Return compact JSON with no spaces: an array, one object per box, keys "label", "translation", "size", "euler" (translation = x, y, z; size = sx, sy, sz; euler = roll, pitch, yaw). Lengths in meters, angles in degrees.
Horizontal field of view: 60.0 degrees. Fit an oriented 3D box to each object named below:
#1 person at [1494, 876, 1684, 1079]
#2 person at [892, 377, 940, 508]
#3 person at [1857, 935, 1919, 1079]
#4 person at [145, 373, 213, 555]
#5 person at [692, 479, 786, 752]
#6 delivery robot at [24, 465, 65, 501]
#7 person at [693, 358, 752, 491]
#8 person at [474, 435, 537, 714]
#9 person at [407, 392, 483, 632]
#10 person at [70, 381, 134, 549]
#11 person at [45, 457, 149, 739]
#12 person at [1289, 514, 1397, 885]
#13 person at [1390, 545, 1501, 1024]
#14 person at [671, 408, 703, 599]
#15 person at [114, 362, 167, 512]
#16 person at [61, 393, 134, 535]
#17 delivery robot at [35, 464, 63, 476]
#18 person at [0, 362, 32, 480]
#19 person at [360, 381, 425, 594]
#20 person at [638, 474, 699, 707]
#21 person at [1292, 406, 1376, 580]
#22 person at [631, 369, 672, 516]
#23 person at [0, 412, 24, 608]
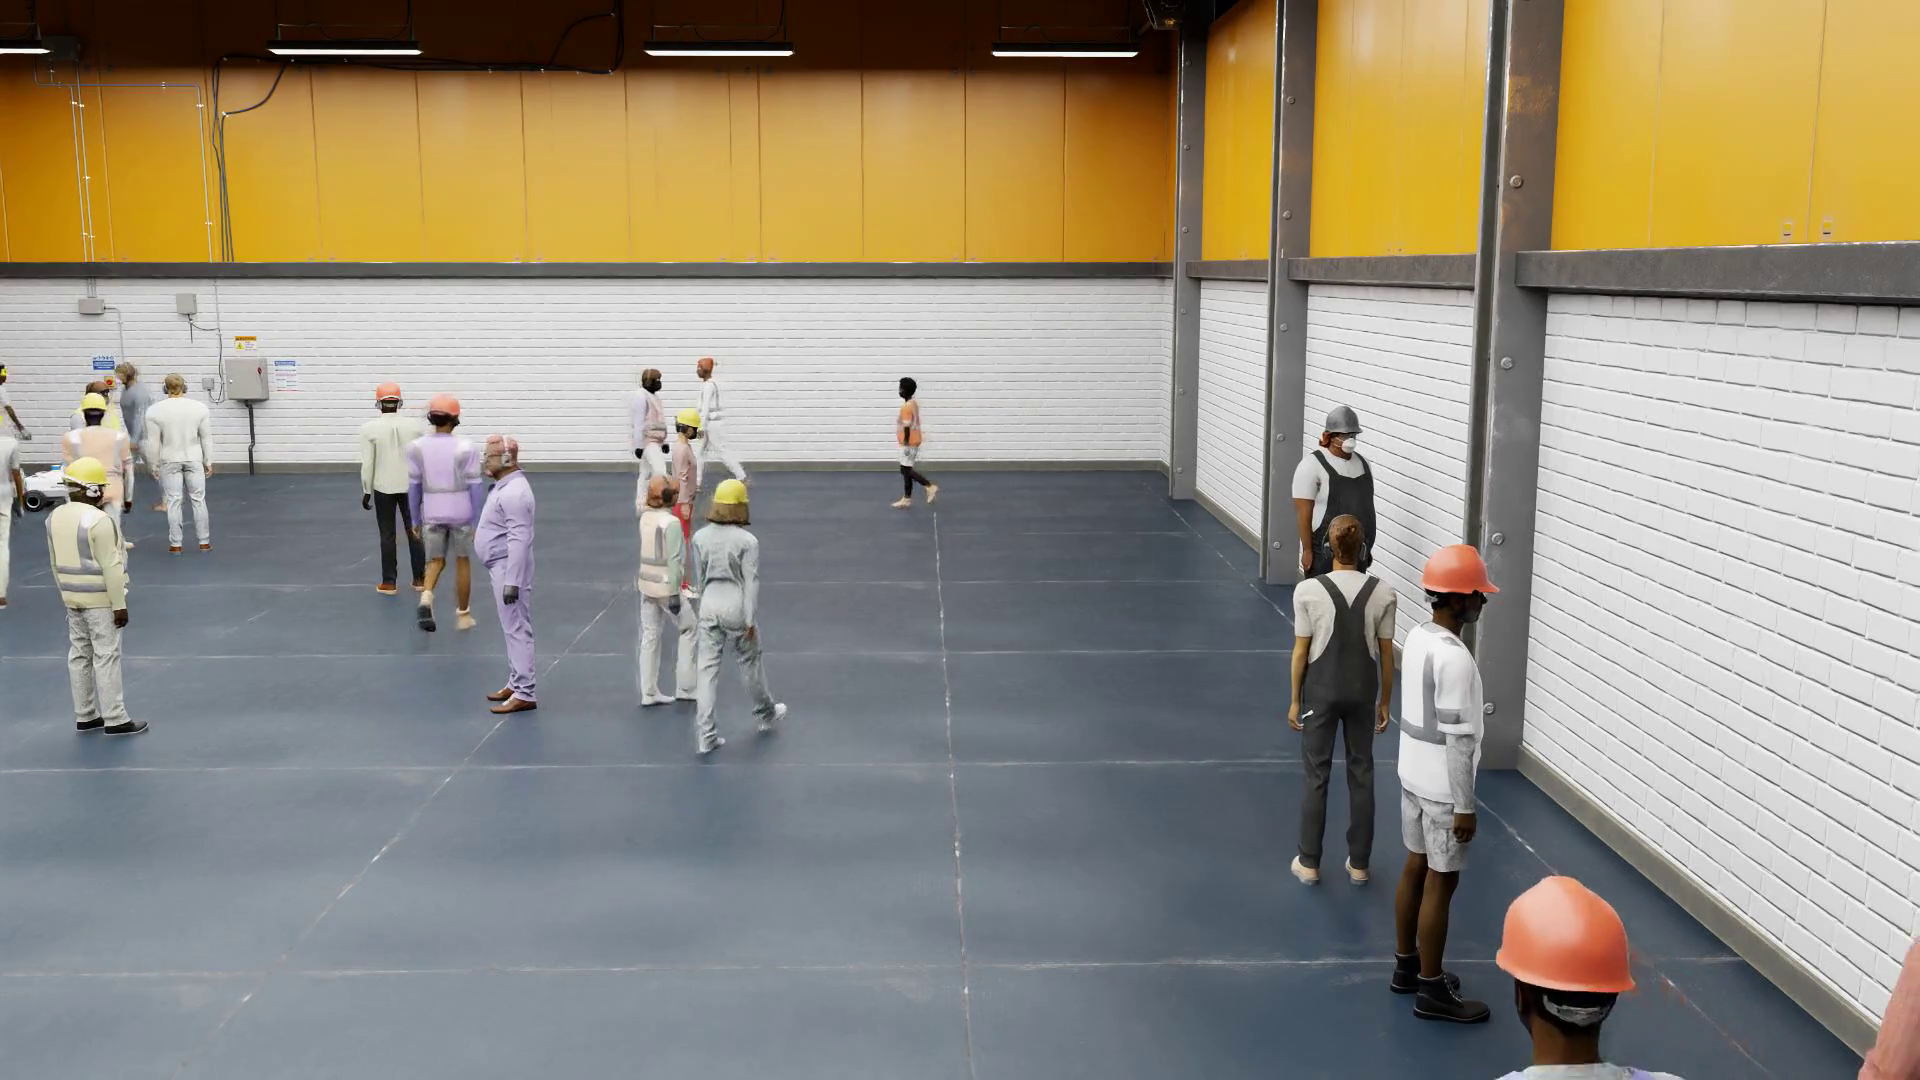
[{"label":"person","translation":[1.145,1.600,3.068],"size":[0.556,1.908,0.822],"euler":[-1,9,-4]},{"label":"person","translation":[-0.566,-1.218,20.975],"size":[0.554,1.684,0.534],"euler":[1,9,6]},{"label":"person","translation":[2.374,1.437,3.887],"size":[0.636,1.937,1.020],"euler":[-1,9,-8]},{"label":"person","translation":[-8.283,-0.805,17.693],"size":[0.627,1.935,0.373],"euler":[-5,11,-29]},{"label":"person","translation":[-1.444,0.456,10.667],"size":[0.493,1.706,0.865],"euler":[3,10,19]},{"label":"delivery robot","translation":[-11.379,-0.702,20.985],"size":[0.707,0.478,0.477],"euler":[-2,9,-13]},{"label":"person","translation":[-3.323,-1.560,22.618],"size":[0.957,1.847,0.576],"euler":[-2,9,-10]},{"label":"person","translation":[-3.120,0.228,11.440],"size":[0.408,1.906,0.653],"euler":[-3,10,-18]},{"label":"person","translation":[-4.256,-0.199,13.721],"size":[0.615,2.029,0.653],"euler":[1,9,4]},{"label":"person","translation":[-9.175,-0.781,17.826],"size":[0.429,1.843,0.631],"euler":[2,10,14]},{"label":"person","translation":[-5.597,0.376,10.775],"size":[0.586,1.827,0.404],"euler":[5,10,26]},{"label":"person","translation":[1.878,0.792,8.194],"size":[0.504,1.841,0.332],"euler":[0,9,0]},{"label":"person","translation":[1.969,0.976,6.756],"size":[0.358,1.938,0.545],"euler":[-1,9,-5]},{"label":"person","translation":[-2.531,-0.342,15.393],"size":[0.341,1.759,0.526],"euler":[-1,9,-8]},{"label":"person","translation":[-10.235,-1.254,20.564],"size":[0.638,1.879,0.992],"euler":[8,12,41]},{"label":"person","translation":[-8.006,-0.415,15.433],"size":[0.600,1.883,0.901],"euler":[-7,11,-36]},{"label":"delivery robot","translation":[-11.528,-0.778,21.450],"size":[0.707,0.478,0.477],"euler":[-5,11,-29]},{"label":"person","translation":[-12.575,-1.433,21.883],"size":[0.941,1.813,0.539],"euler":[-9,13,-43]},{"label":"person","translation":[-5.292,-0.490,15.566],"size":[0.610,1.996,0.384],"euler":[-6,11,-34]},{"label":"person","translation":[-1.982,0.348,11.546],"size":[0.589,1.615,0.546],"euler":[-7,12,-37]},{"label":"person","translation":[2.809,0.029,12.246],"size":[0.678,2.000,0.537],"euler":[-5,11,-29]},{"label":"person","translation":[-3.686,-1.175,20.287],"size":[0.704,1.816,0.651],"euler":[1,9,6]},{"label":"person","translation":[-8.682,-0.304,14.897],"size":[0.539,1.841,0.451],"euler":[-5,11,-29]}]
